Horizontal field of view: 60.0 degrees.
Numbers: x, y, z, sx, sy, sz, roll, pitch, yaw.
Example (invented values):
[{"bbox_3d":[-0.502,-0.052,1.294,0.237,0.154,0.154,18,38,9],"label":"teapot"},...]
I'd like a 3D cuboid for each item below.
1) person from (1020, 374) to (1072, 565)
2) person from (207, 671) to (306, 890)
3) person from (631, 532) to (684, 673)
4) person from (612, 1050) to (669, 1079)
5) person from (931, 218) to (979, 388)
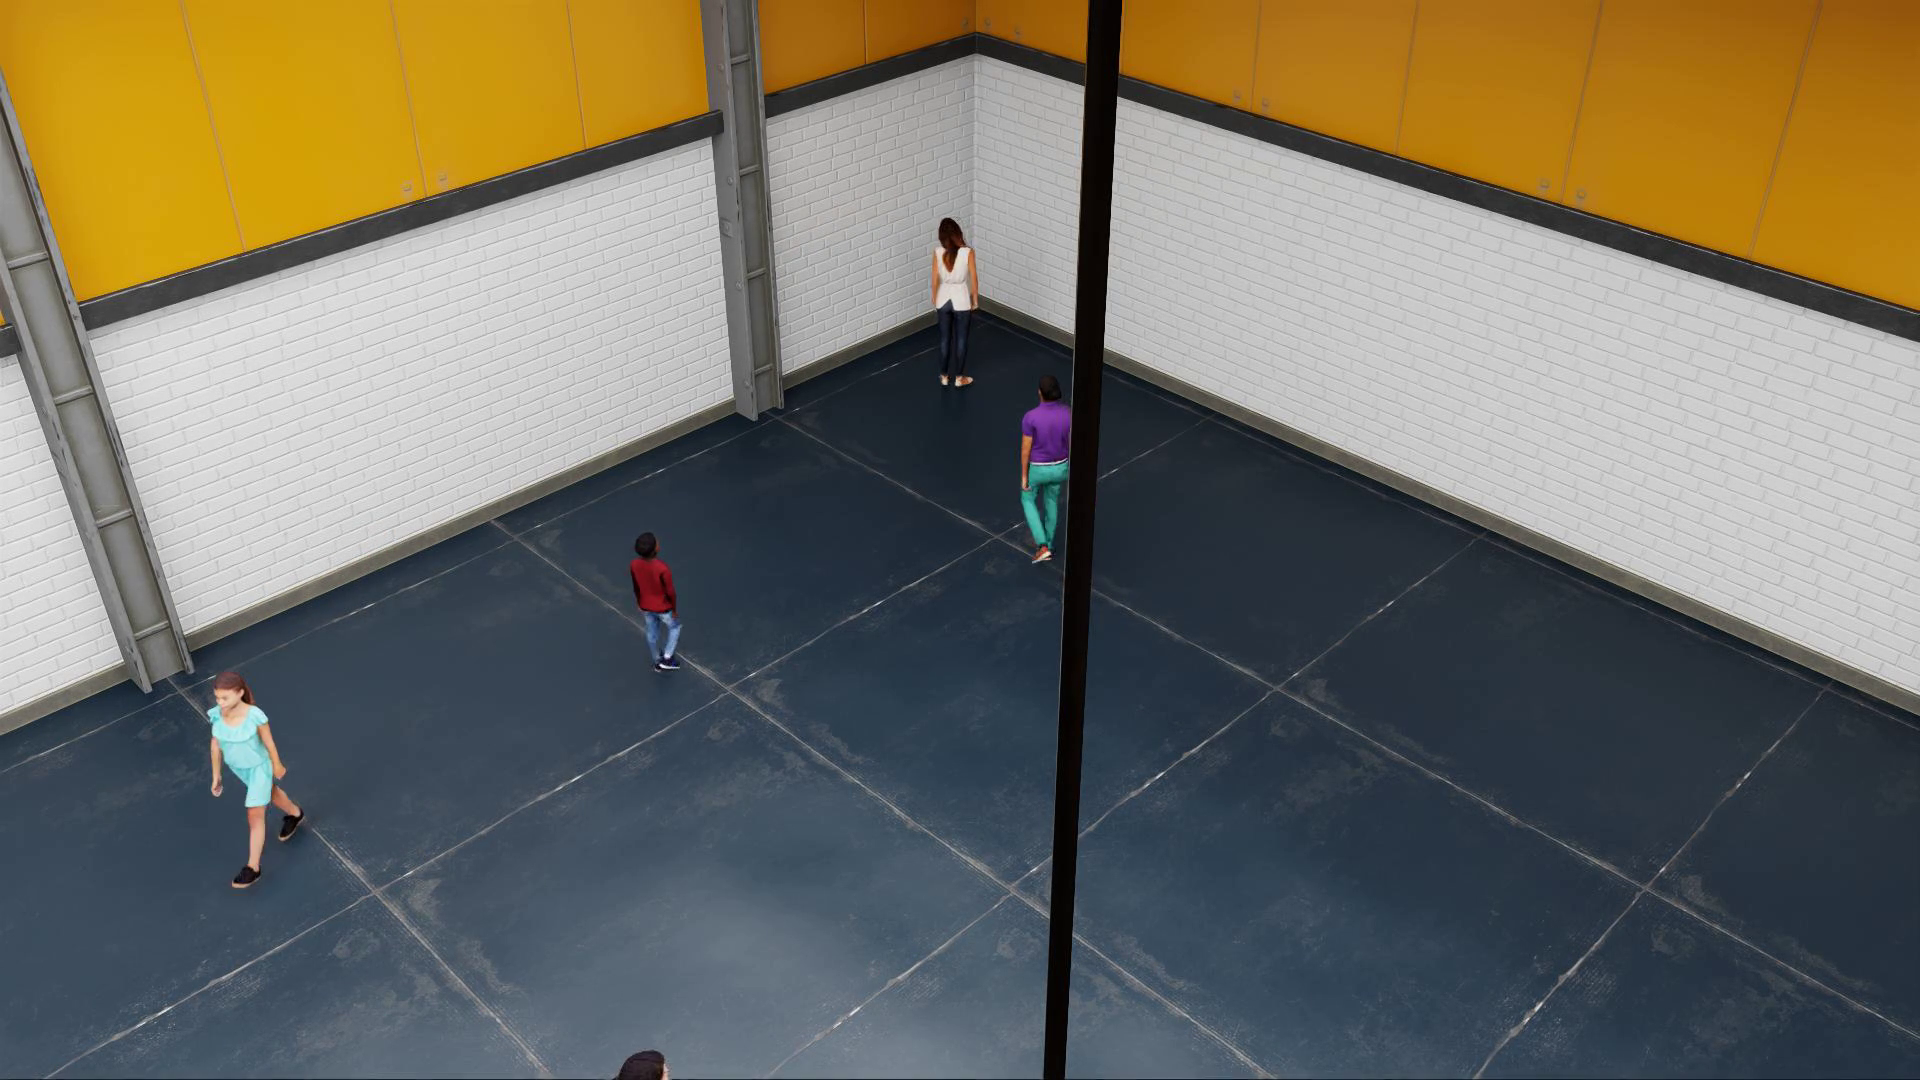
[{"bbox_3d":[0.750,-0.537,13.780,0.873,1.756,0.892,-8,35,-12],"label":"person"},{"bbox_3d":[-4.643,1.462,10.995,0.890,1.509,1.111,8,34,12],"label":"person"},{"bbox_3d":[-2.333,0.510,12.660,0.586,1.251,0.610,11,35,15],"label":"person"},{"bbox_3d":[-1.612,3.198,8.227,0.942,1.682,0.675,-28,43,-35],"label":"person"},{"bbox_3d":[-0.064,-2.339,16.472,0.711,1.777,0.728,10,35,15],"label":"person"}]
